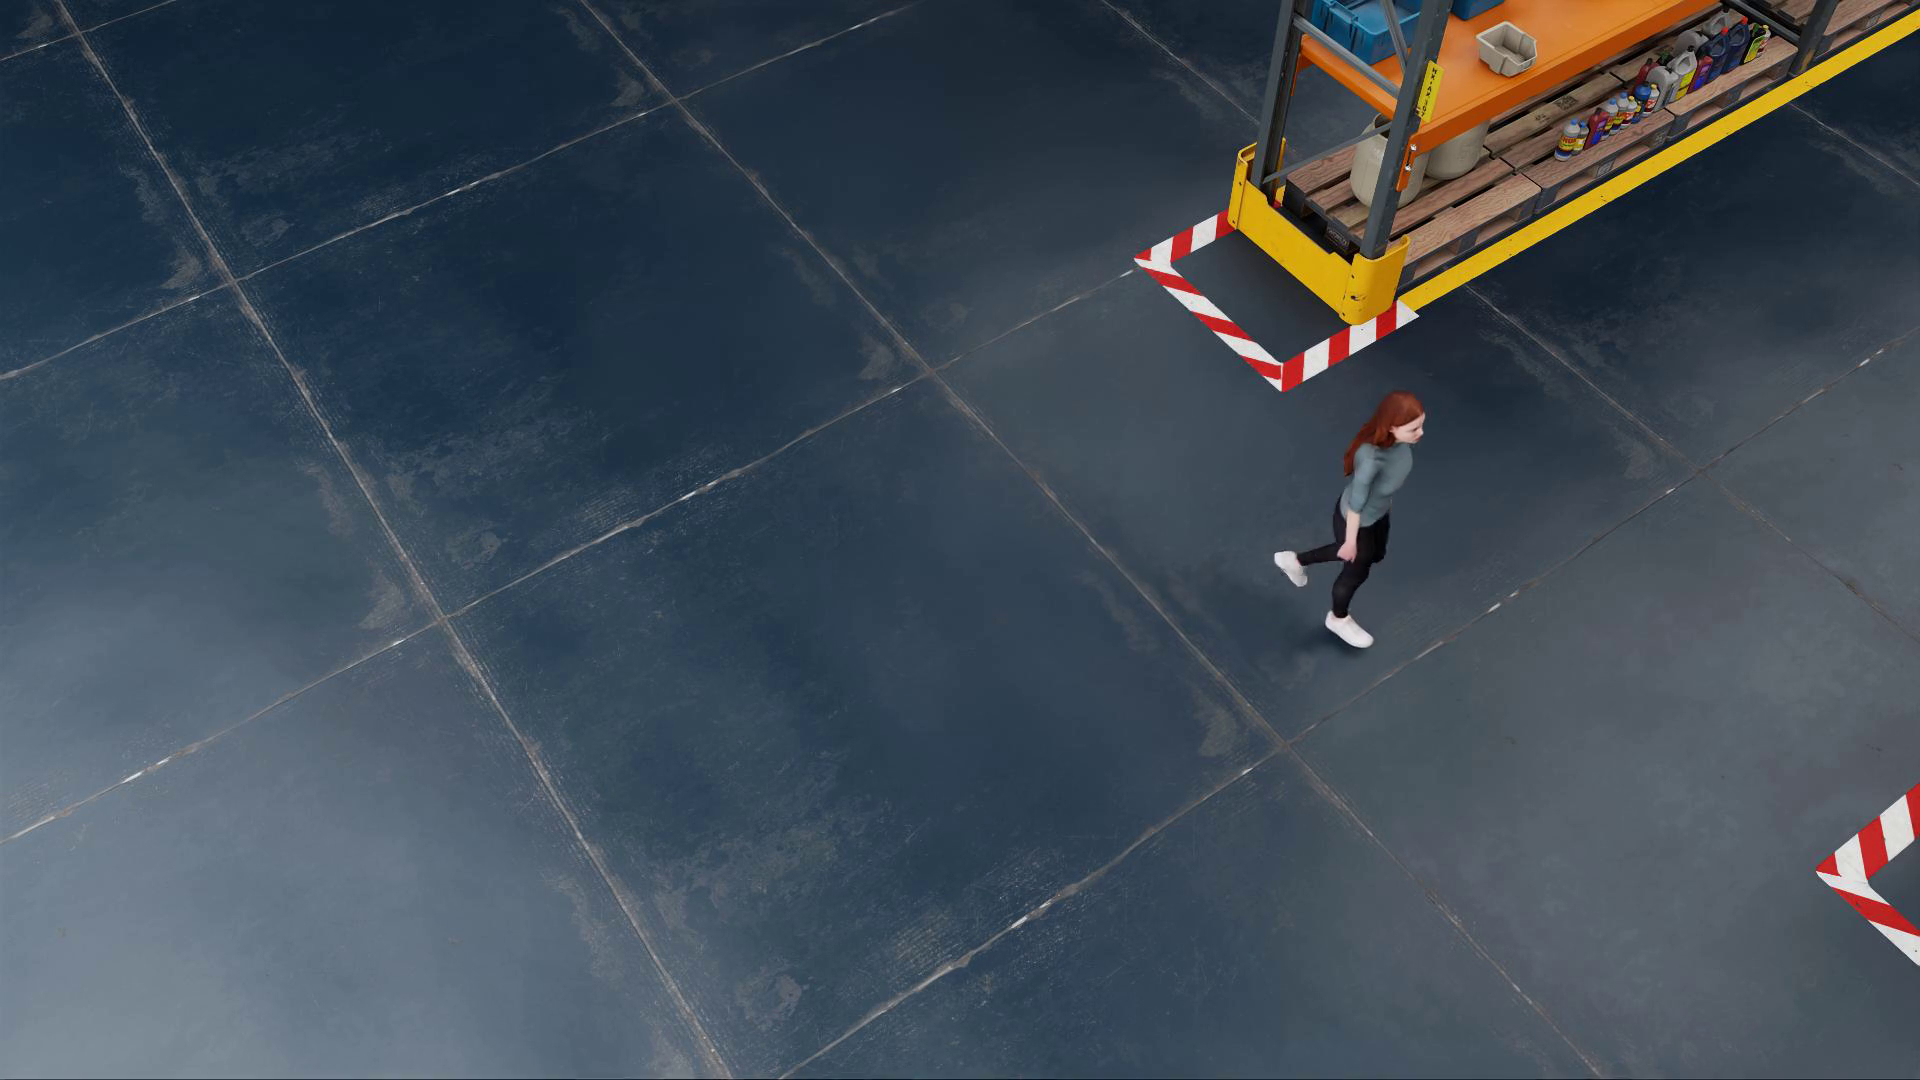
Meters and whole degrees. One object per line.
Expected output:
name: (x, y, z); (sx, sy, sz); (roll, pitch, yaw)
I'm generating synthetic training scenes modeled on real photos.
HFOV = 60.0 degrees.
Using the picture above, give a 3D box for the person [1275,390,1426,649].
person: (1.805, -0.140, 7.740); (0.827, 1.732, 0.861); (28, 57, 20)
